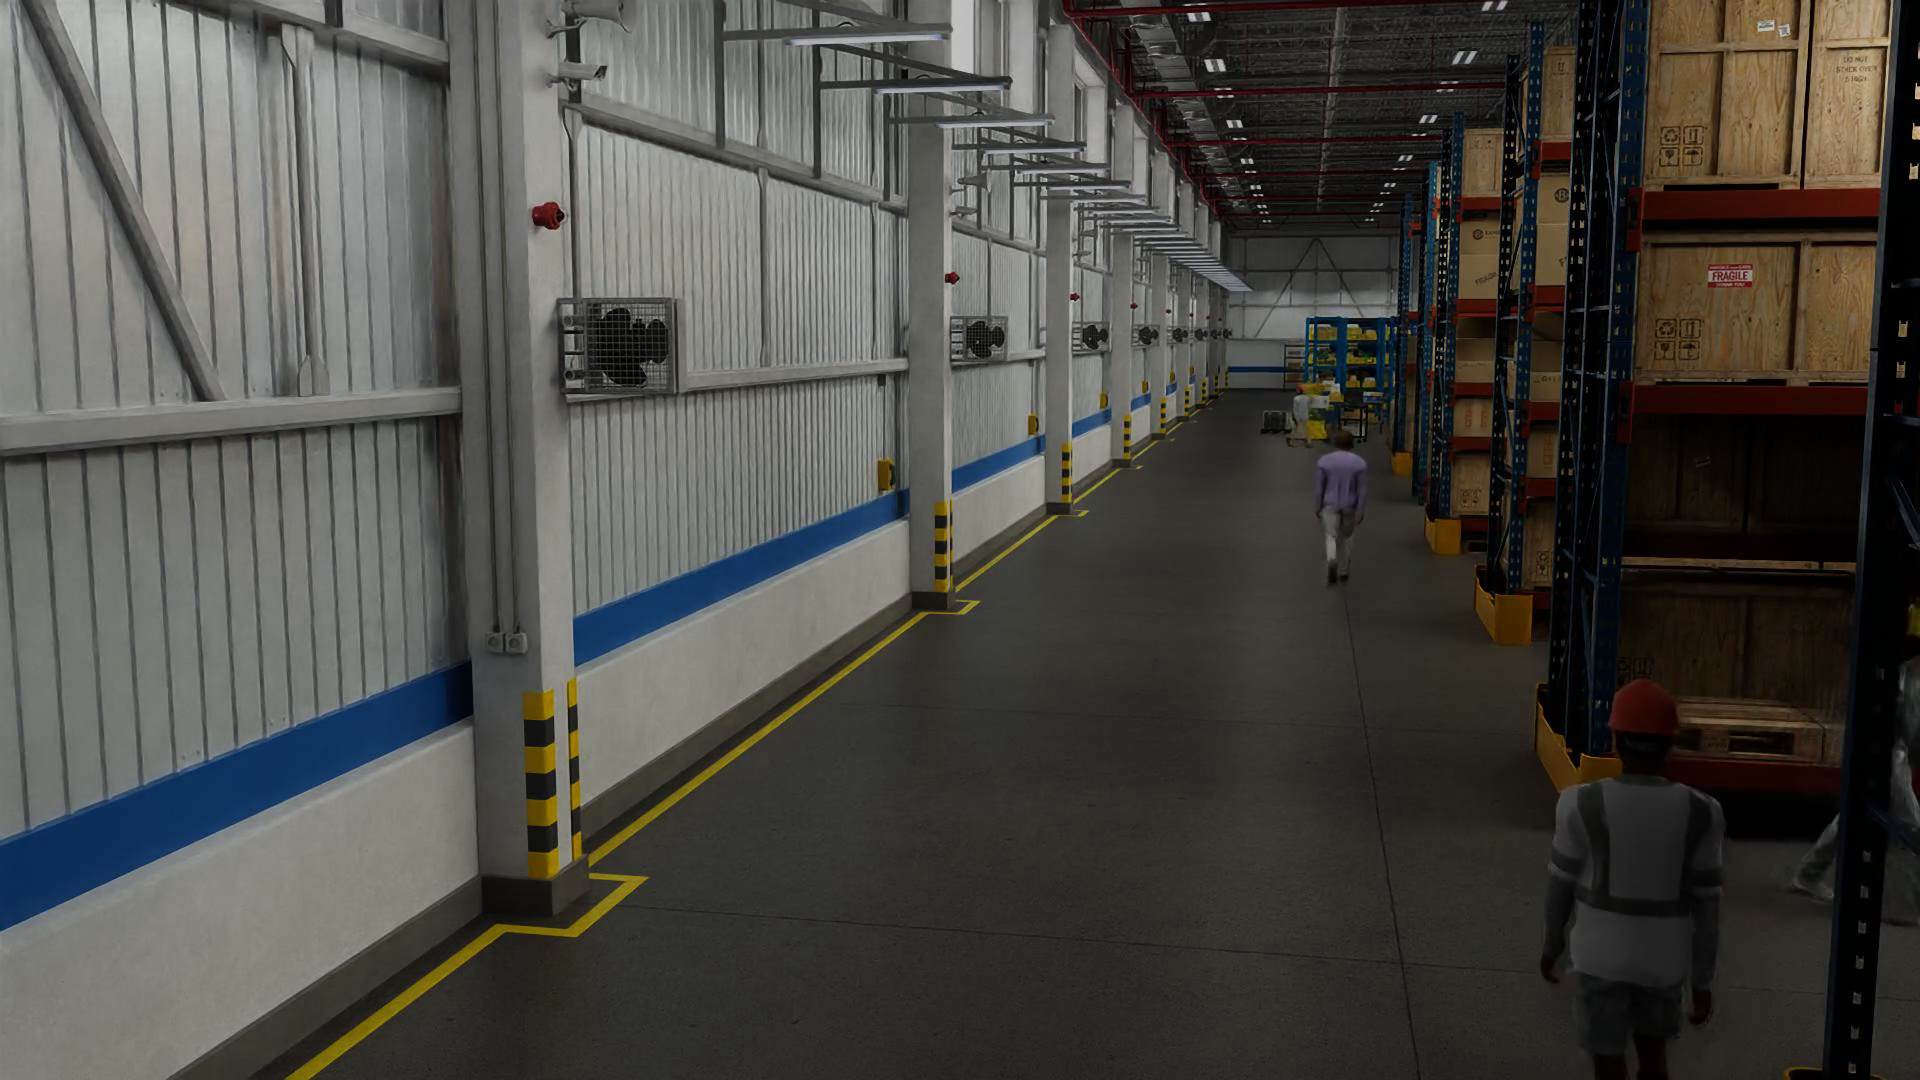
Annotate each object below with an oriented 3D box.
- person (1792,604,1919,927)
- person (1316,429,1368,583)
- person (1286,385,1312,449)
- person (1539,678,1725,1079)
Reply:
[{"bbox_3d":[4.880,1.170,8.780,0.901,1.707,0.487,6,9,39],"label":"person"},{"bbox_3d":[4.689,-0.405,20.455,0.628,1.920,0.800,1,7,11],"label":"person"},{"bbox_3d":[9.109,-3.295,44.428,0.556,1.711,0.911,-3,8,-22],"label":"person"},{"bbox_3d":[2.327,1.425,5.844,0.546,1.914,0.722,1,7,9],"label":"person"}]
